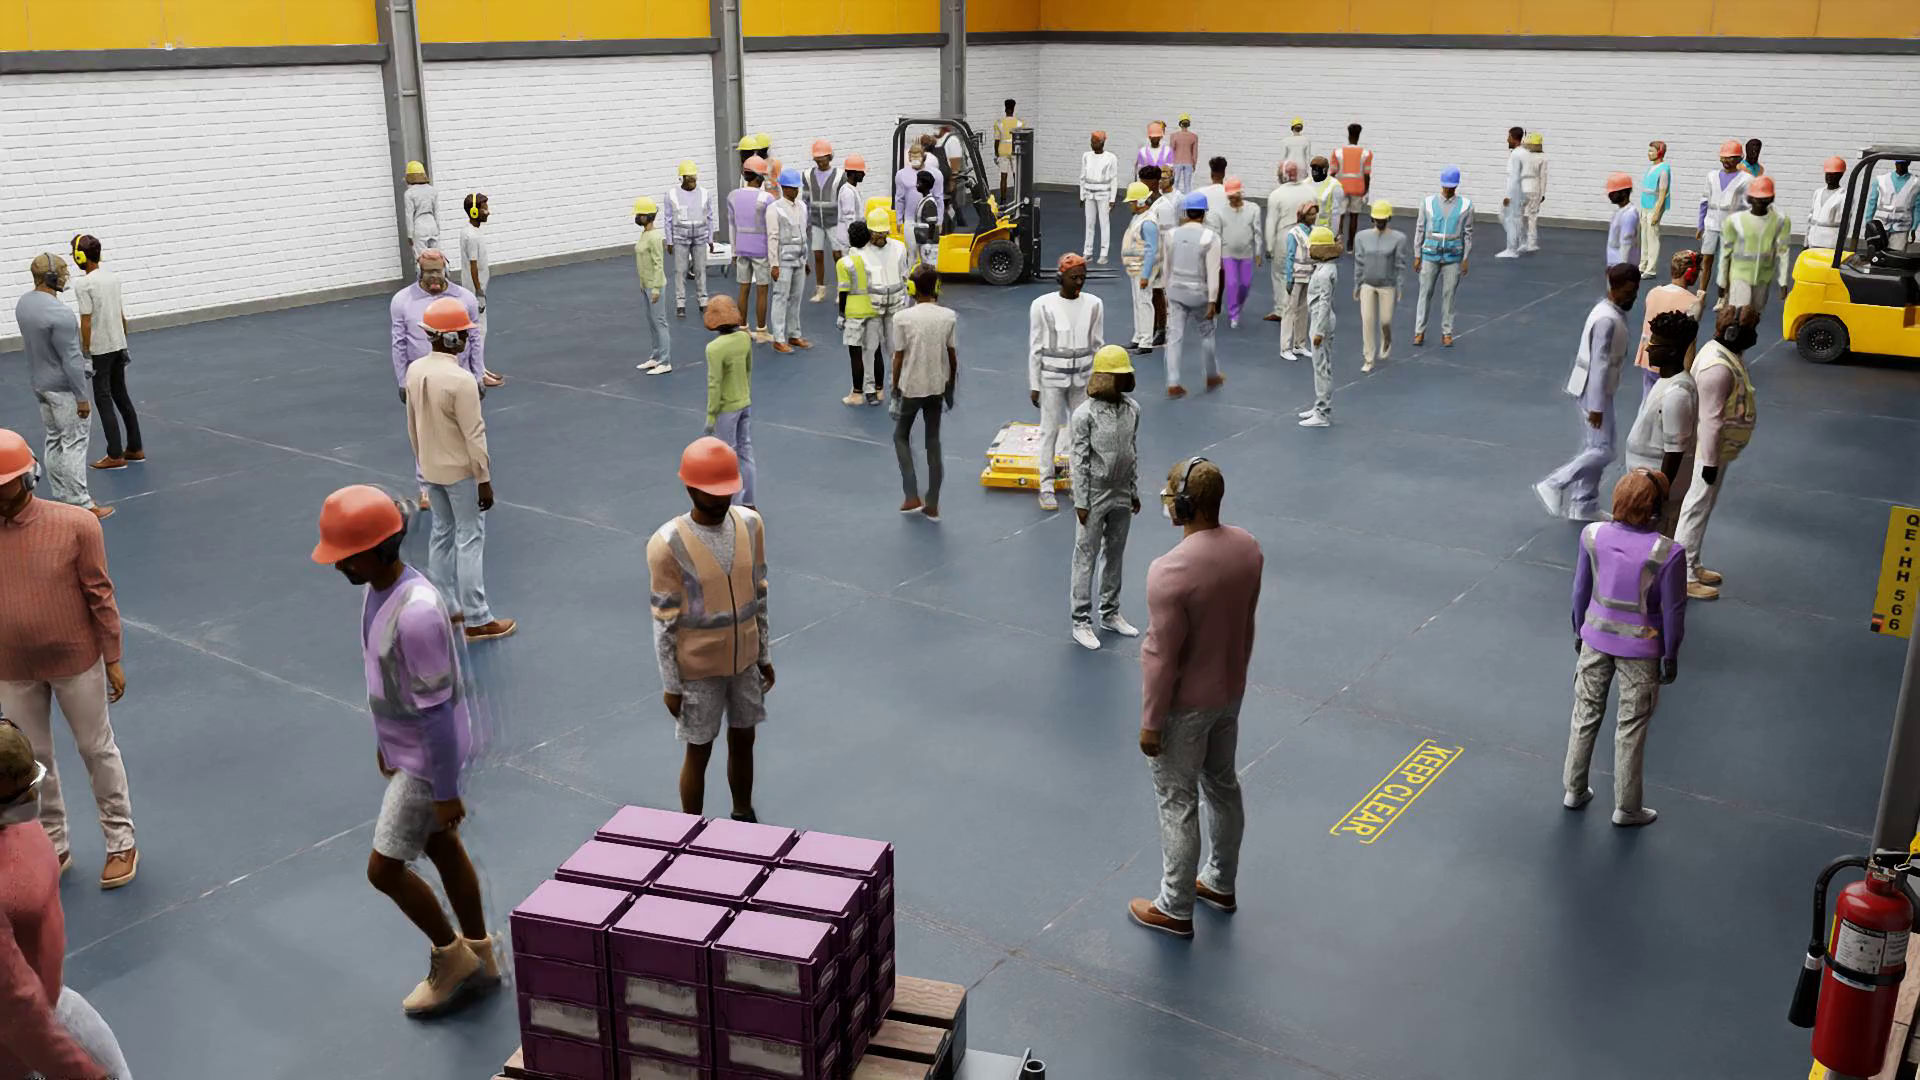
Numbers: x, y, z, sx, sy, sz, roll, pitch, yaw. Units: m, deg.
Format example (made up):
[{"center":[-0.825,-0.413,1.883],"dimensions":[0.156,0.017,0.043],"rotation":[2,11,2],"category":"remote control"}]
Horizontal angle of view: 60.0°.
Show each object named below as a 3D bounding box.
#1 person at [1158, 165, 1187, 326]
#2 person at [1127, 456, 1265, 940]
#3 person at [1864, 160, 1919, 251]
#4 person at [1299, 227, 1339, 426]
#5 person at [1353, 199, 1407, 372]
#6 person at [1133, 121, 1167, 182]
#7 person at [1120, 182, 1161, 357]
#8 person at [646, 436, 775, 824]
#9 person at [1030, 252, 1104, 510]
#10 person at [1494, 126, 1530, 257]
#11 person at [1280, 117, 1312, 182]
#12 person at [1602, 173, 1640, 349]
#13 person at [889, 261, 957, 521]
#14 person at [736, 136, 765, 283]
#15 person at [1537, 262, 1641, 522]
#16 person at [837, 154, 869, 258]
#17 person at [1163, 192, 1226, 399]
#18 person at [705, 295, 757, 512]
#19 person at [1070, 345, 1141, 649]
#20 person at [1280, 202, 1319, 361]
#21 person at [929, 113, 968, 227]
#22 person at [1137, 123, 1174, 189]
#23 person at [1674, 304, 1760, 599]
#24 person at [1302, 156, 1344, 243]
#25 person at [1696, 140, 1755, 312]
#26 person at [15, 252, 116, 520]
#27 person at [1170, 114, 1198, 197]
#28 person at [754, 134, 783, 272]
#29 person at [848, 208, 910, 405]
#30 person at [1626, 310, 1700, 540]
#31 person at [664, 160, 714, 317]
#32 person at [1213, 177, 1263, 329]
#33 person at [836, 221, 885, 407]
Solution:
[{"center":[2.365,-3.392,19.183],"dimensions":[0.509,1.844,0.329],"rotation":[13,22,35],"category":"person"},{"center":[0.923,0.620,6.503],"dimensions":[0.369,1.932,0.635],"rotation":[17,24,42],"category":"person"},{"center":[11.472,-3.859,20.477],"dimensions":[0.605,1.948,0.391],"rotation":[10,20,28],"category":"person"},{"center":[3.140,-1.869,14.586],"dimensions":[0.325,1.740,0.492],"rotation":[4,18,12],"category":"person"},{"center":[4.257,-2.601,16.892],"dimensions":[0.523,1.741,0.598],"rotation":[7,19,20],"category":"person"},{"center":[3.077,-5.851,26.951],"dimensions":[1.004,1.816,0.571],"rotation":[-15,23,-39],"category":"person"},{"center":[1.898,-2.845,17.514],"dimensions":[0.404,1.819,0.592],"rotation":[-1,18,-3],"category":"person"},{"center":[-0.995,0.501,6.881],"dimensions":[0.539,1.929,0.380],"rotation":[-15,23,-39],"category":"person"},{"center":[0.786,-1.151,12.124],"dimensions":[0.578,1.880,0.359],"rotation":[-6,19,-17],"category":"person"},{"center":[8.156,-5.110,24.478],"dimensions":[0.443,1.898,0.594],"rotation":[6,19,19],"category":"person"},{"center":[5.773,-6.387,28.695],"dimensions":[0.524,1.762,0.337],"rotation":[1,18,4],"category":"person"},{"center":[6.941,-2.895,17.517],"dimensions":[0.492,1.910,0.576],"rotation":[4,18,12],"category":"person"},{"center":[-0.291,-1.064,11.887],"dimensions":[0.549,1.856,0.519],"rotation":[-8,19,-23],"category":"person"},{"center":[-2.784,-4.409,22.230],"dimensions":[0.363,1.928,0.587],"rotation":[1,18,2],"category":"person"},{"center":[4.460,-1.018,11.680],"dimensions":[0.481,1.889,0.680],"rotation":[8,20,25],"category":"person"},{"center":[-1.243,-3.538,19.517],"dimensions":[0.384,1.930,0.540],"rotation":[1,18,3],"category":"person"},{"center":[2.237,-2.321,15.731],"dimensions":[0.627,1.901,0.914],"rotation":[11,21,31],"category":"person"},{"center":[-1.635,-0.920,11.798],"dimensions":[0.274,1.633,0.504],"rotation":[8,19,24],"category":"person"},{"center":[0.848,-0.253,9.527],"dimensions":[0.487,1.746,0.287],"rotation":[-14,22,-37],"category":"person"},{"center":[3.571,-2.707,17.372],"dimensions":[0.514,1.641,0.315],"rotation":[-15,23,-38],"category":"person"},{"center":[-0.245,-5.802,26.405],"dimensions":[0.685,2.000,0.903],"rotation":[11,21,31],"category":"person"},{"center":[2.949,-5.332,25.135],"dimensions":[0.550,1.920,0.633],"rotation":[2,18,8],"category":"person"},{"center":[4.686,-0.557,10.342],"dimensions":[0.430,1.836,0.630],"rotation":[9,20,25],"category":"person"},{"center":[4.384,-3.788,20.450],"dimensions":[0.431,1.835,0.623],"rotation":[-15,23,-40],"category":"person"},{"center":[9.203,-3.785,20.094],"dimensions":[0.375,2.044,0.605],"rotation":[-16,24,-41],"category":"person"},{"center":[-6.358,-1.065,11.779],"dimensions":[0.635,1.929,0.382],"rotation":[13,22,34],"category":"person"},{"center":[3.986,-6.731,29.782],"dimensions":[0.532,1.756,0.339],"rotation":[-2,18,-8],"category":"person"},{"center":[-2.689,-4.694,23.191],"dimensions":[0.610,1.893,0.676],"rotation":[-14,22,-37],"category":"person"},{"center":[-0.739,-2.147,15.342],"dimensions":[0.601,1.817,0.403],"rotation":[-8,19,-23],"category":"person"},{"center":[3.923,-0.318,9.373],"dimensions":[0.368,1.966,0.602],"rotation":[6,19,17],"category":"person"},{"center":[-3.213,-3.586,19.808],"dimensions":[0.592,1.833,0.404],"rotation":[-7,19,-20],"category":"person"},{"center":[3.189,-3.322,19.160],"dimensions":[0.586,1.723,0.585],"rotation":[2,18,7],"category":"person"},{"center":[-0.908,-2.076,15.305],"dimensions":[0.536,1.696,0.322],"rotation":[-13,22,-36],"category":"person"}]
